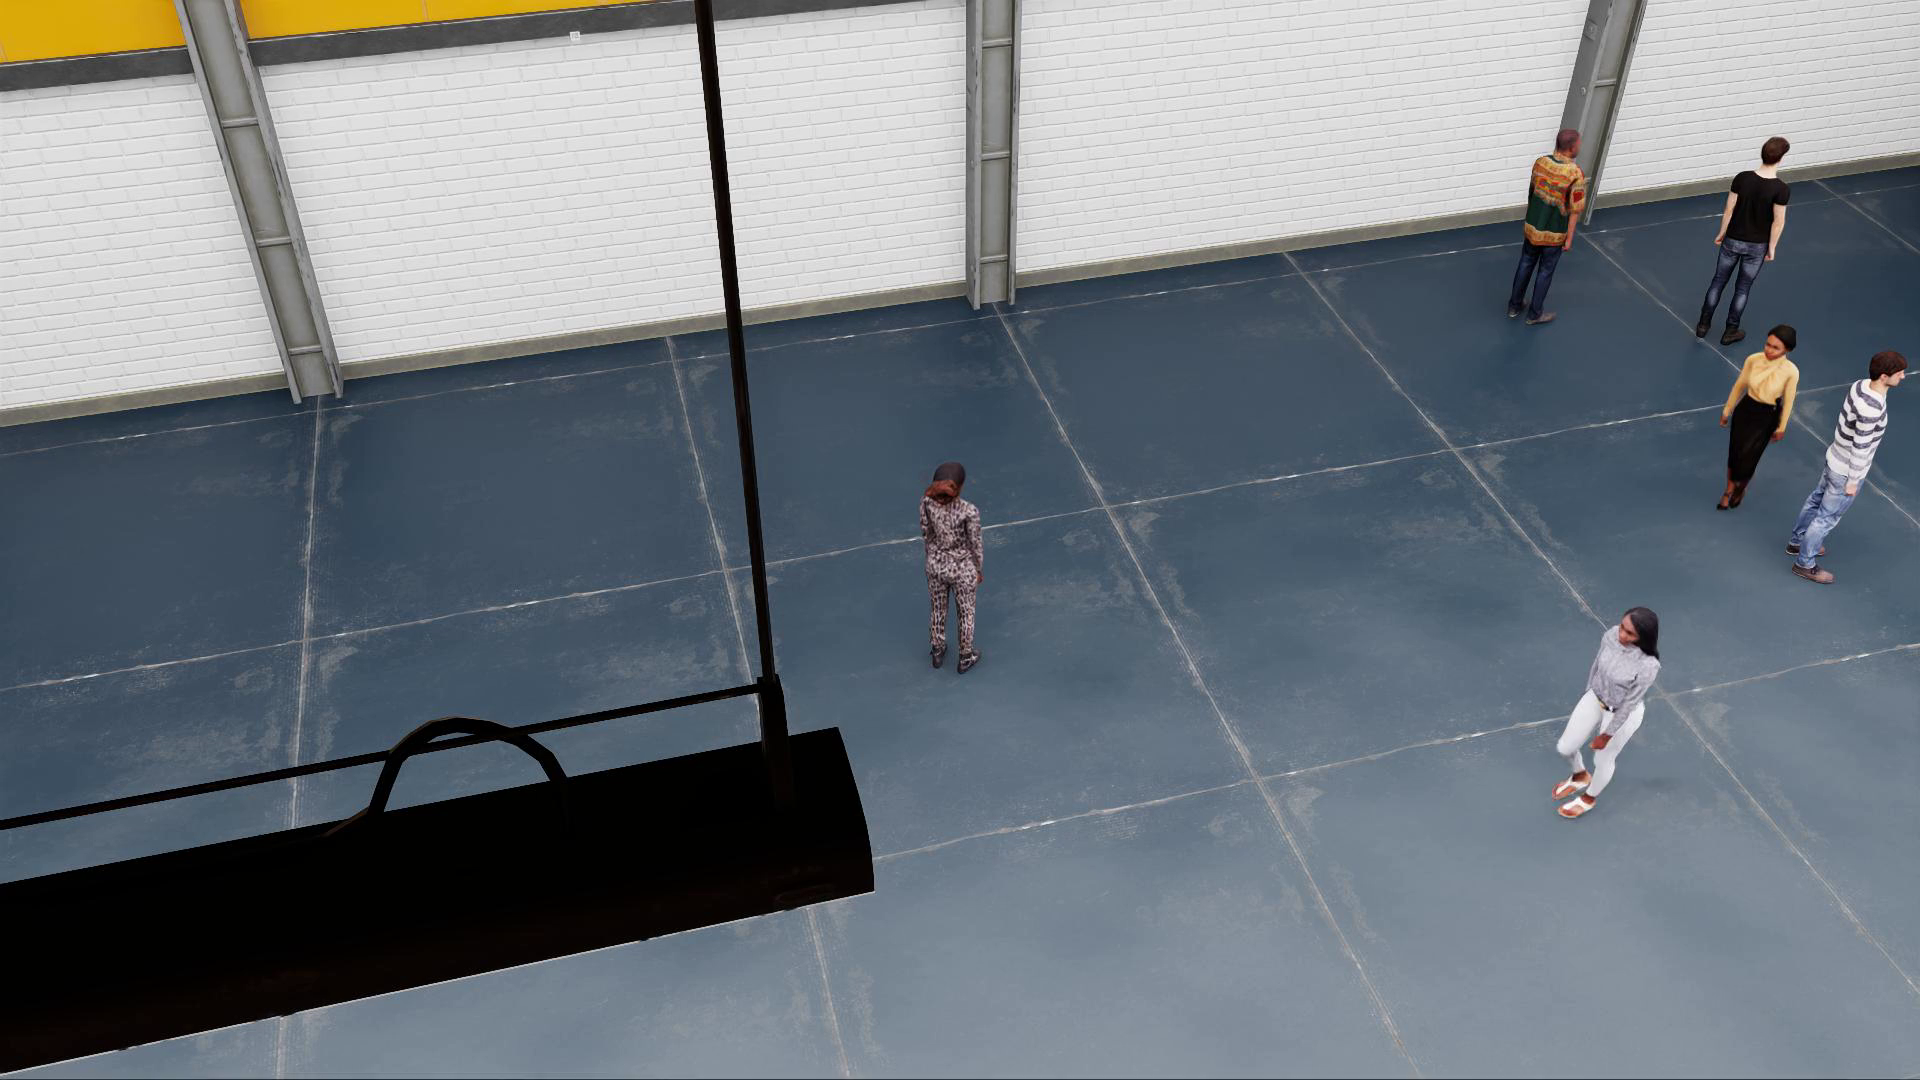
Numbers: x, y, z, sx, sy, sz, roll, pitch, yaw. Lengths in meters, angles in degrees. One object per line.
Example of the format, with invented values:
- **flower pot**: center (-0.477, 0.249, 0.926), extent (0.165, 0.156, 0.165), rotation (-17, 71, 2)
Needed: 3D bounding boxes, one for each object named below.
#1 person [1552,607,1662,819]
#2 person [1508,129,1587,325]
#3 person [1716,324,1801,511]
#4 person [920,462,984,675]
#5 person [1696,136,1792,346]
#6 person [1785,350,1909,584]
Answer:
- **person**: center (3.985, 1.037, 10.019), extent (0.642, 1.711, 0.635), rotation (-15, 41, -18)
- **person**: center (5.194, -2.773, 14.715), extent (0.801, 1.805, 0.800), rotation (-26, 45, -29)
- **person**: center (6.020, -0.909, 12.509), extent (0.748, 1.644, 0.712), rotation (-28, 46, -31)
- **person**: center (-0.058, 0.181, 11.088), extent (0.669, 1.714, 0.744), rotation (14, 41, 17)
- **person**: center (6.808, -2.588, 14.409), extent (0.760, 1.897, 0.779), rotation (28, 46, 30)
- **person**: center (6.333, -0.555, 11.899), extent (0.715, 1.854, 0.725), rotation (10, 40, 12)
